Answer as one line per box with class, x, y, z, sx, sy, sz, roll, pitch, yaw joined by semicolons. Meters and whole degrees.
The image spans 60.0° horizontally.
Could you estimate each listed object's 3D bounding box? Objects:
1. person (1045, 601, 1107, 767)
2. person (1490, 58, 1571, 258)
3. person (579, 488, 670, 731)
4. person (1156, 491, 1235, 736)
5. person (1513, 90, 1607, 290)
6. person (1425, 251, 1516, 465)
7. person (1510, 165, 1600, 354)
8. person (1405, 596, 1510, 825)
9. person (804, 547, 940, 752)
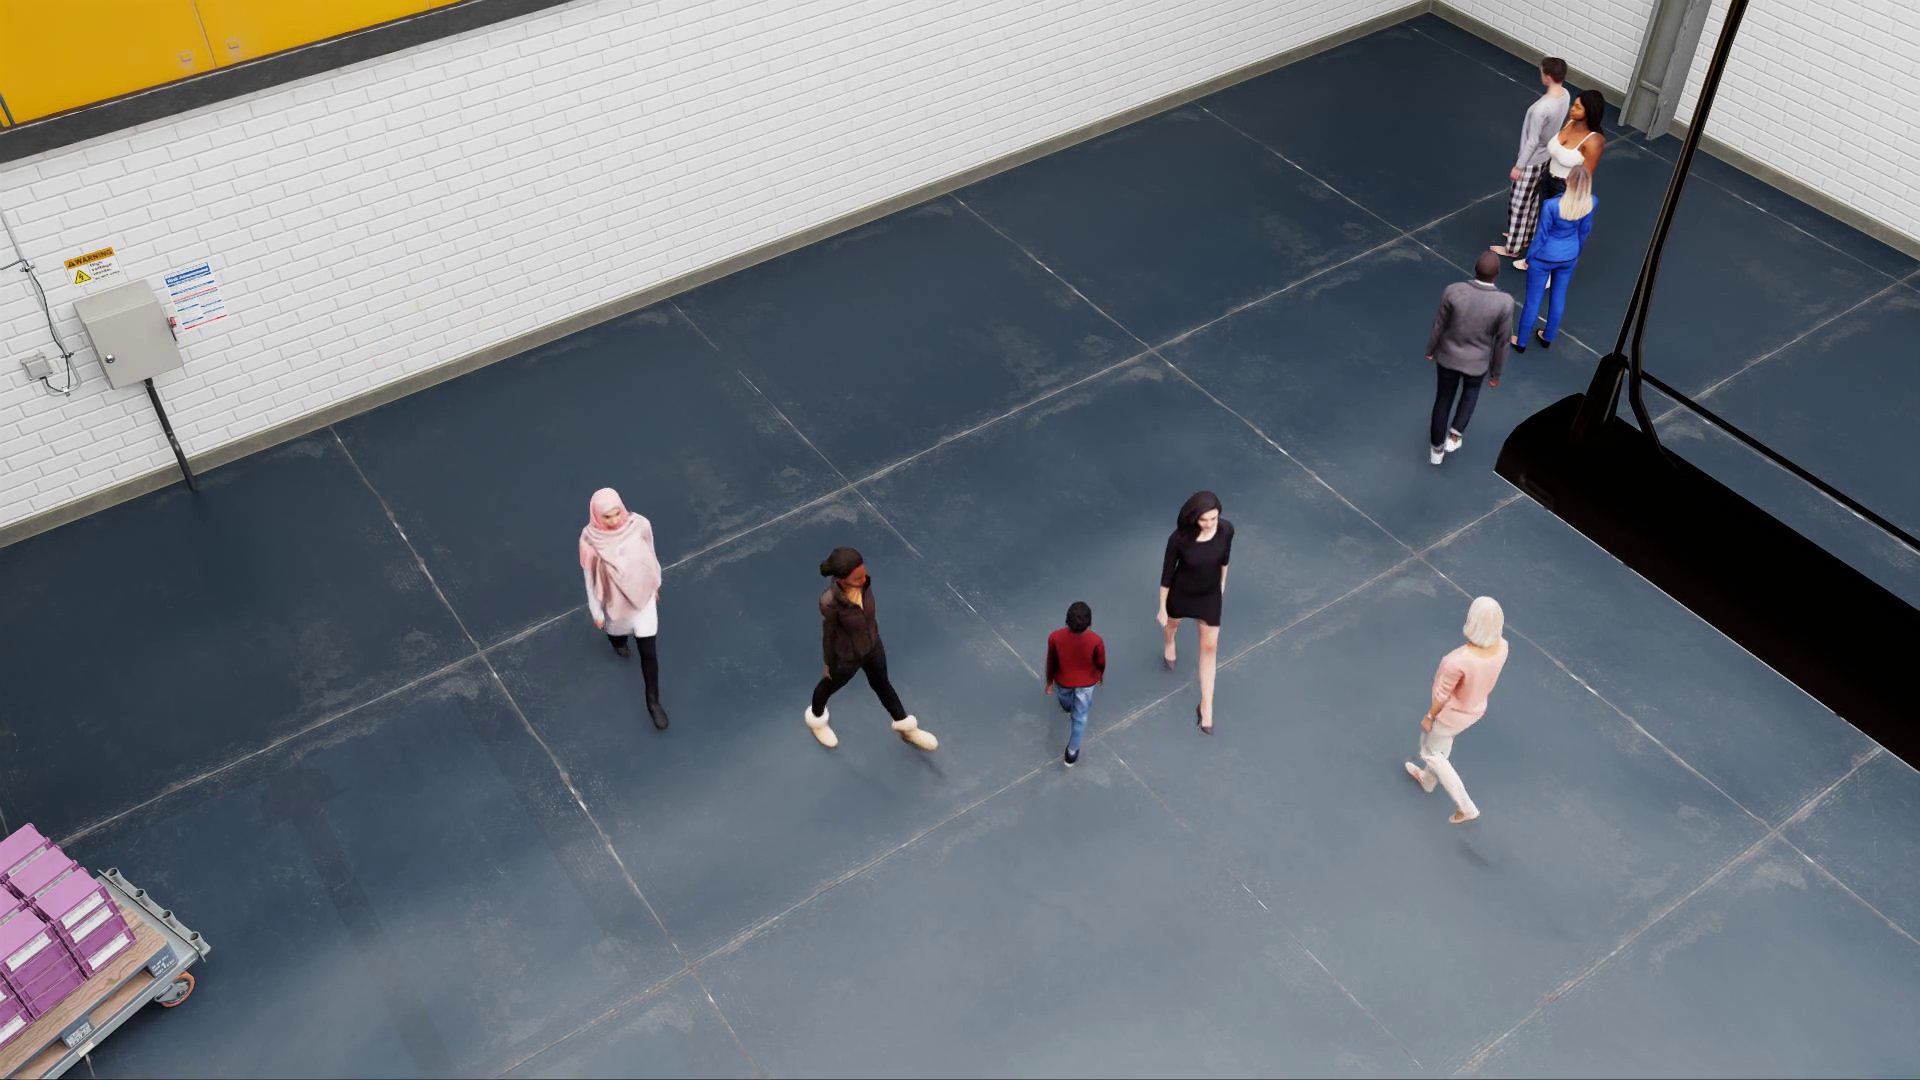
person;0.712;0.896;10.346;0.855;1.230;0.914;7;44;8
person;4.946;-3.280;14.284;0.611;1.845;0.671;32;52;29
person;-2.148;0.339;10.536;0.737;1.774;1.168;-20;47;-20
person;1.454;0.312;10.580;0.975;1.754;1.212;-6;44;-6
person;5.092;-2.957;13.970;0.790;1.809;0.673;-8;44;-8
person;3.676;-1.265;12.197;0.818;1.805;0.923;16;46;16
person;4.759;-2.246;13.302;0.697;1.701;0.687;-7;44;-8
person;2.989;1.052;9.835;0.617;1.709;0.880;-23;48;-22
person;-0.547;0.754;10.205;1.146;1.630;0.811;-27;50;-25
